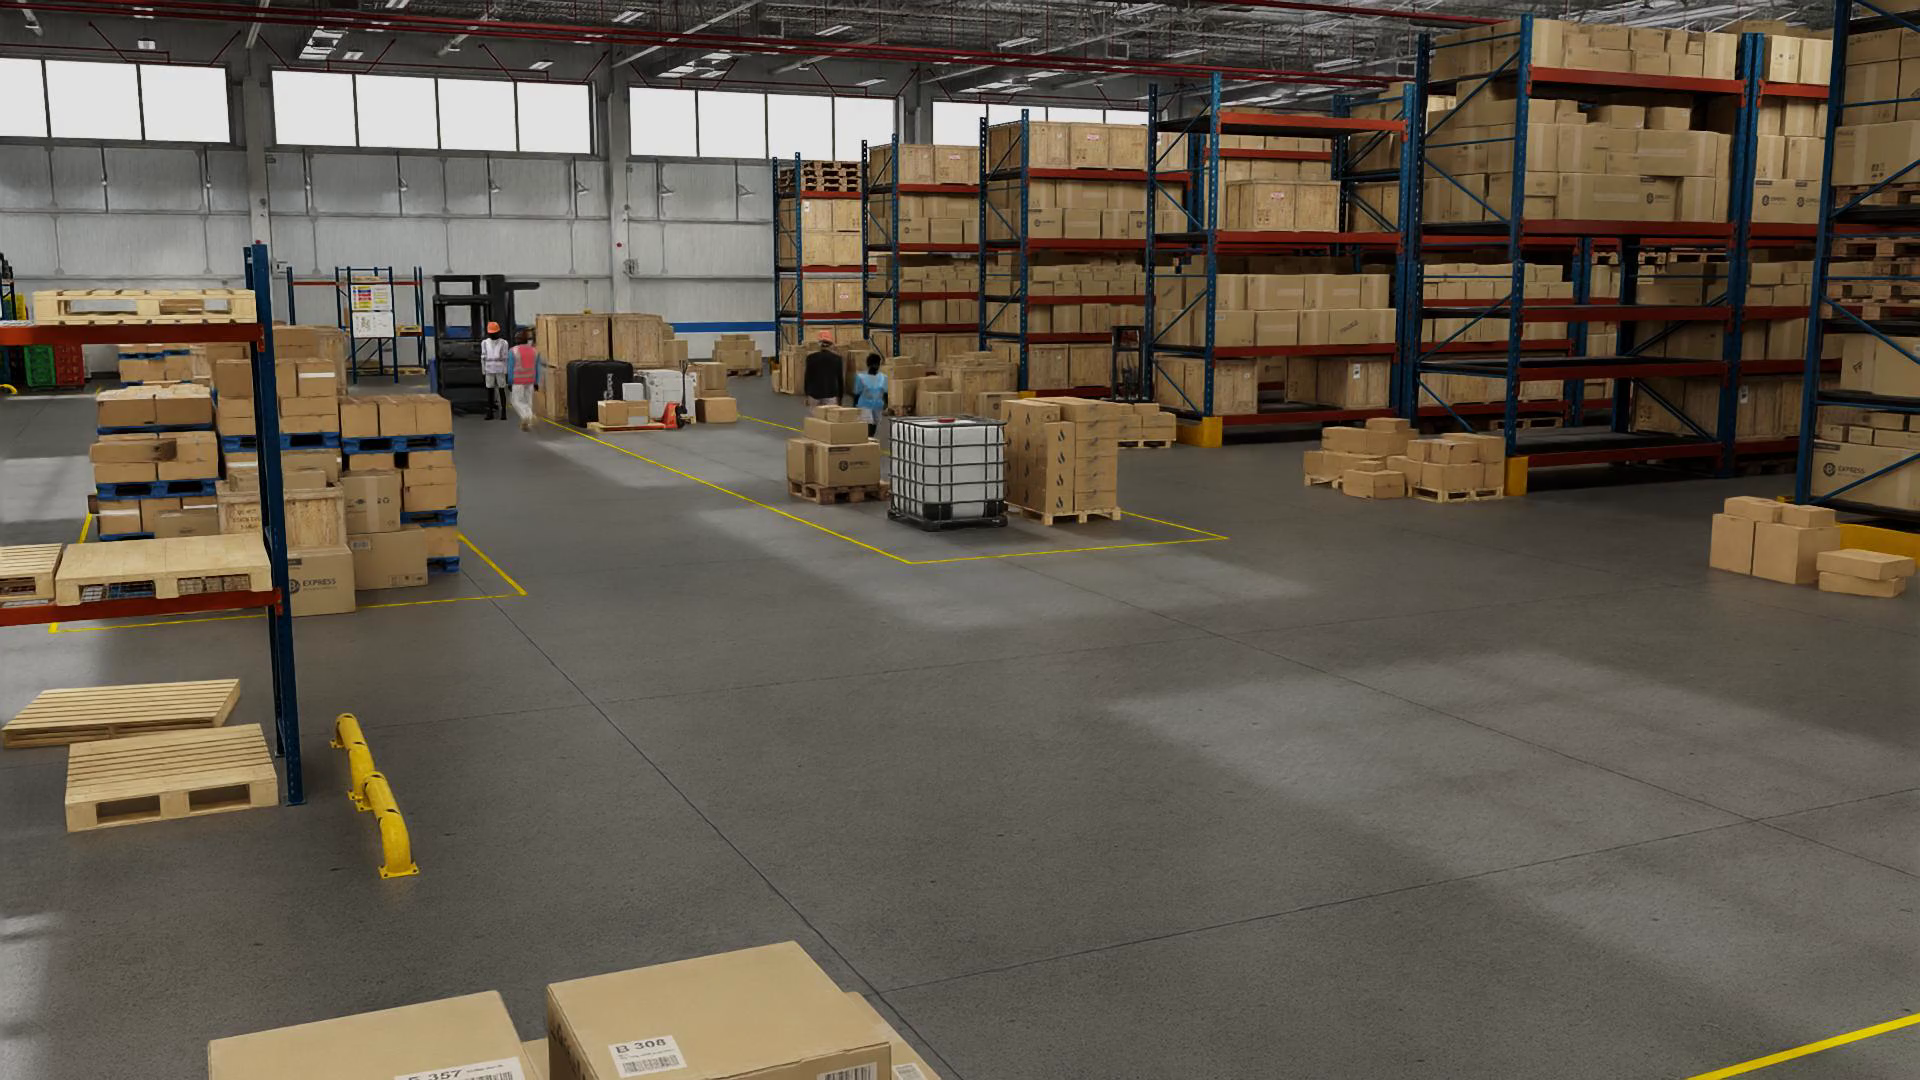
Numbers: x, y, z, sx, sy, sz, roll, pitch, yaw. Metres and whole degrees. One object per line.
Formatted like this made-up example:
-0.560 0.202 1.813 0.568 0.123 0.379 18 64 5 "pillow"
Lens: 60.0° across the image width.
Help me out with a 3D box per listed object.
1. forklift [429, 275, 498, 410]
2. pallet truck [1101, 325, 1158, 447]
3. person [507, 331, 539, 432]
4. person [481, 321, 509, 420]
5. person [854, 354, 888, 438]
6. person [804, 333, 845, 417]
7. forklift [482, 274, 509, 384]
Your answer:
-10.430 -4.118 34.637 1.129 2.768 1.873 -4 10 -25 "forklift"
2.881 -2.596 27.923 0.823 1.965 1.885 -1 9 -7 "pallet truck"
-7.892 -2.854 30.030 0.446 1.833 0.642 8 12 42 "person"
-9.075 -3.297 32.475 0.543 1.933 0.364 0 9 -3 "person"
-1.401 -2.034 25.495 0.563 1.658 0.826 -5 10 -28 "person"
-2.117 -2.254 26.006 0.640 1.933 0.704 -1 9 -8 "person"
-11.775 -5.337 42.200 1.873 2.768 1.129 -4 10 -25 "forklift"
